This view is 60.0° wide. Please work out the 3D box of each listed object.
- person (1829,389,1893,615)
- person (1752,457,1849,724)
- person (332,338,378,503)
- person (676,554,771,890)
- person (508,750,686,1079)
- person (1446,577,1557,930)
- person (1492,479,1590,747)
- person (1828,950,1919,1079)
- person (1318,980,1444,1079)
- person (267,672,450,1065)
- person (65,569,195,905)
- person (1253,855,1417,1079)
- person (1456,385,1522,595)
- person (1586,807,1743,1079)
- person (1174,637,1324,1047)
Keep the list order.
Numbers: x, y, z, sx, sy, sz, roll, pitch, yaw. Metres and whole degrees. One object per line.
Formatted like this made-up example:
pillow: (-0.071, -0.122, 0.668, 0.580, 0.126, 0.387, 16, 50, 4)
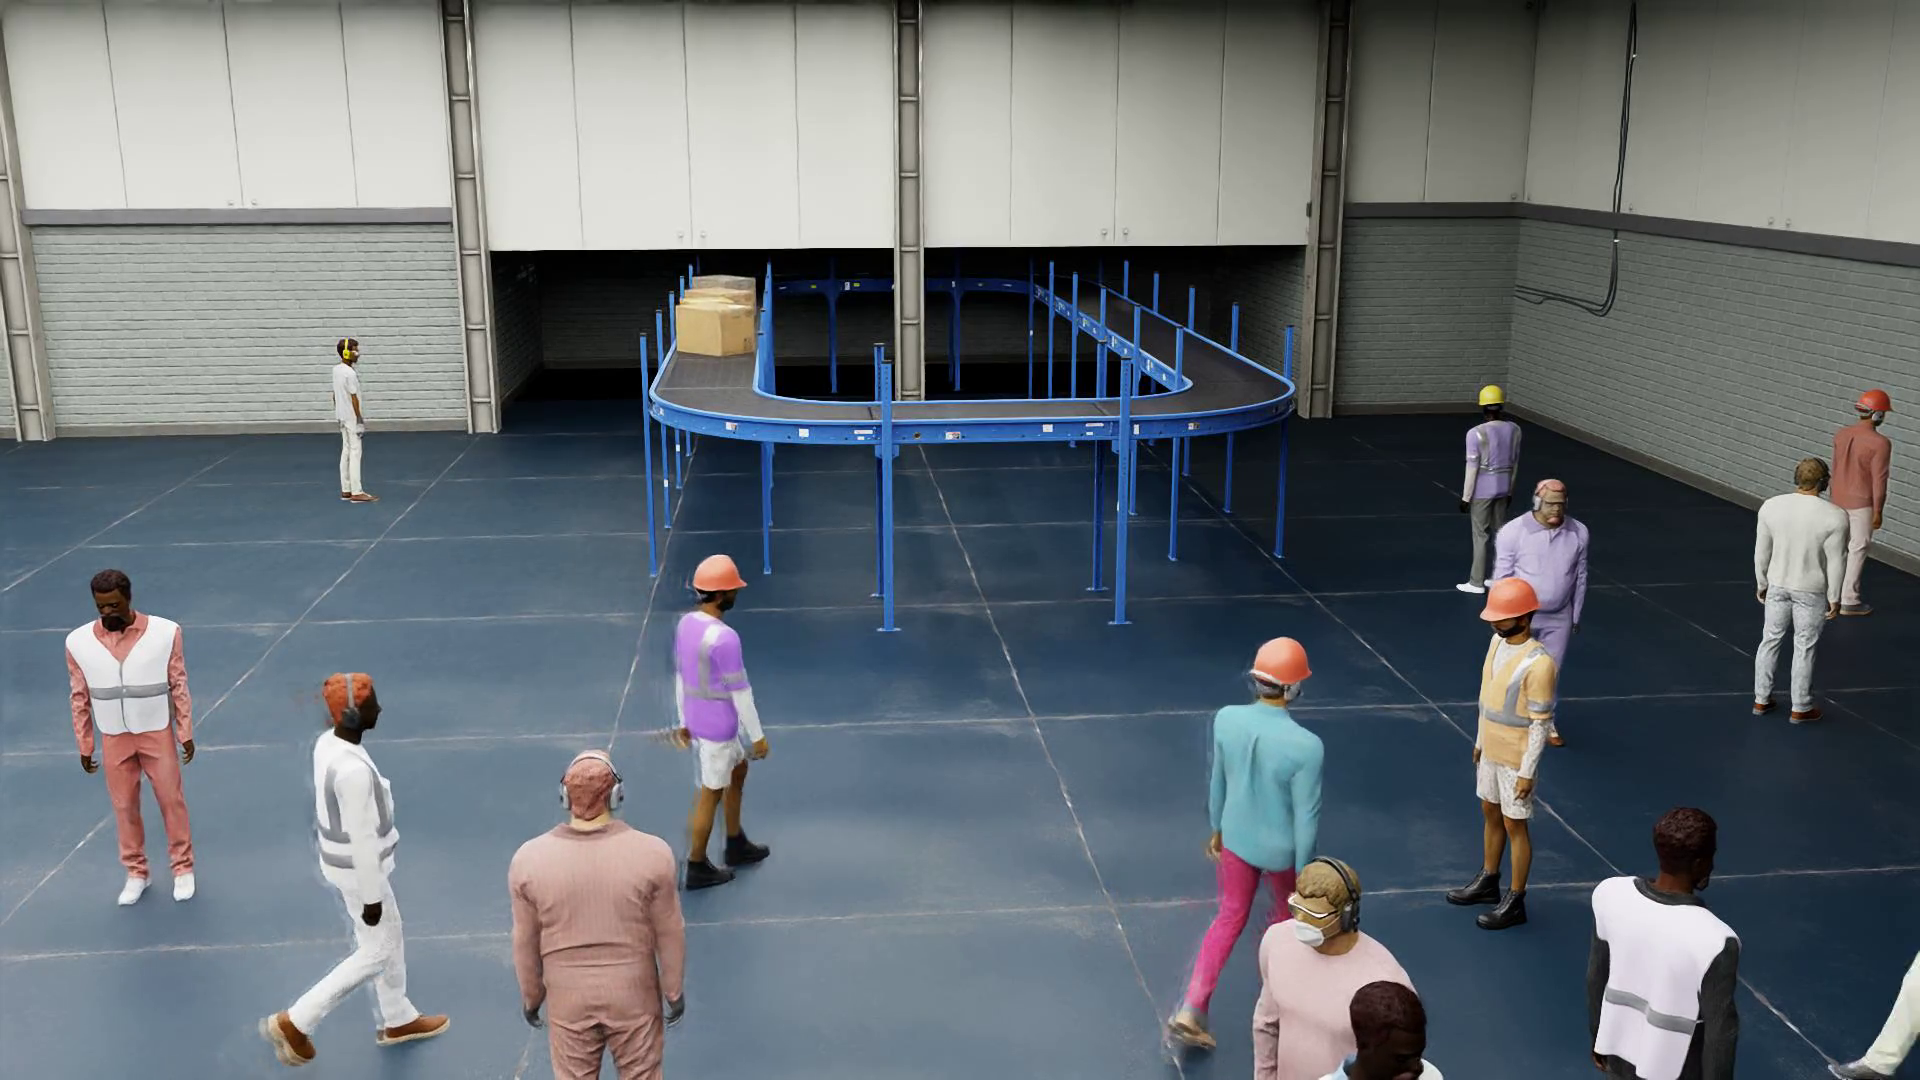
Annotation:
person: (7.896, -0.338, 14.625, 0.407, 1.986, 0.617, -3, 14, -13)
person: (6.011, 0.357, 11.937, 0.372, 1.940, 0.629, -12, 18, -39)
person: (-6.941, -1.362, 18.964, 0.315, 1.864, 0.526, -13, 19, -42)
person: (-1.280, 1.015, 9.361, 0.747, 1.911, 0.554, -8, 16, -29)
person: (-1.388, 1.735, 6.492, 0.651, 1.904, 0.403, -1, 14, -5)
person: (2.900, 1.127, 8.874, 0.369, 1.929, 0.542, -3, 14, -12)
person: (3.977, 0.508, 11.426, 0.653, 1.899, 0.395, 0, 14, -1)
person: (4.287, 1.675, 7.141, 0.878, 1.700, 0.562, 0, 14, 2)
person: (1.151, 2.140, 4.858, 0.591, 1.912, 0.390, -9, 17, -32)
person: (-2.771, 1.497, 7.531, 0.725, 1.862, 0.586, -8, 16, -28)
person: (-4.543, 1.069, 9.161, 0.599, 1.906, 0.402, -4, 15, -16)
person: (1.228, 1.951, 5.587, 0.369, 1.932, 0.623, -11, 18, -37)
person: (4.822, -0.451, 15.202, 0.587, 1.922, 0.383, -6, 15, -22)
person: (2.486, 1.863, 5.949, 0.392, 1.920, 0.587, -8, 16, -28)
person: (1.375, 1.403, 7.710, 0.623, 1.963, 0.920, 13, 19, 42)
